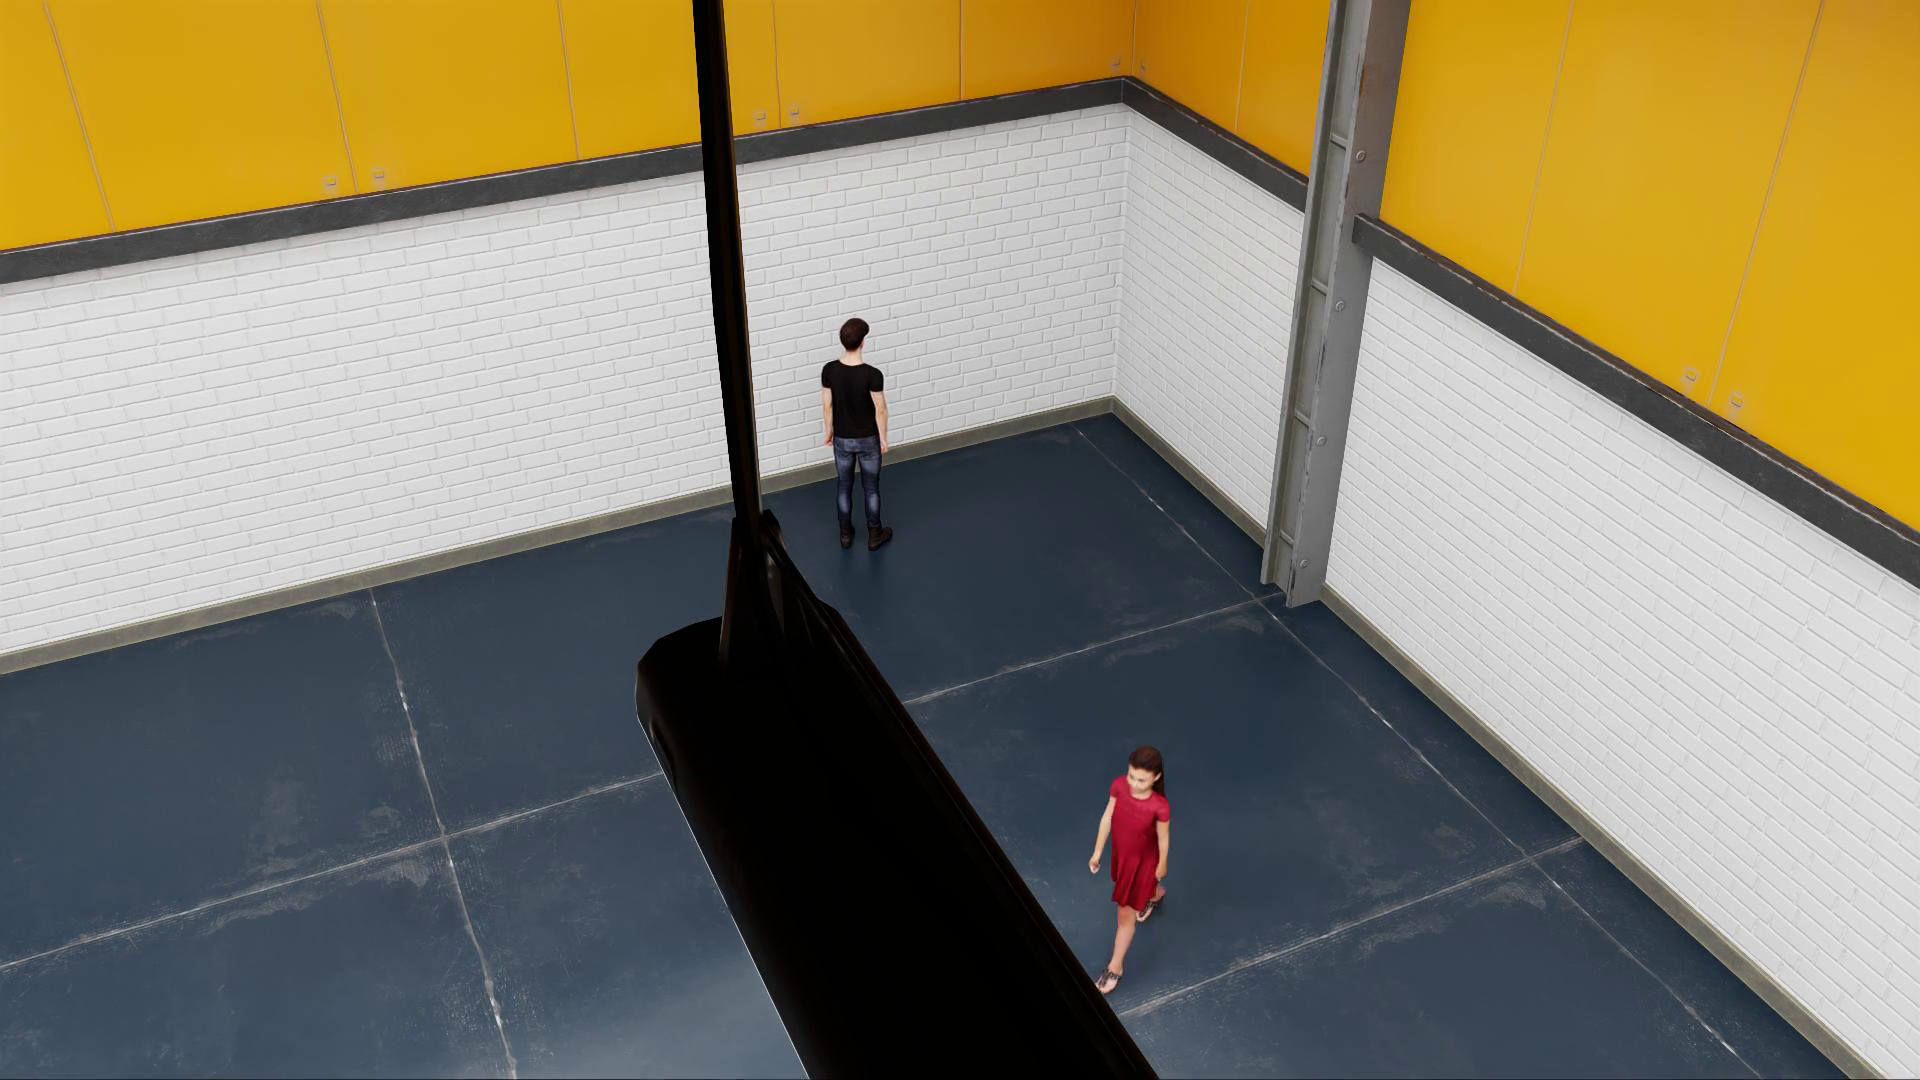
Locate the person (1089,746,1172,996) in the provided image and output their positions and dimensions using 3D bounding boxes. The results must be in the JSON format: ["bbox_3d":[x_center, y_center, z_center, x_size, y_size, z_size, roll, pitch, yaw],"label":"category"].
[{"bbox_3d":[1.003,1.692,9.215,1.076,1.518,0.910,25,41,32],"label":"person"}]

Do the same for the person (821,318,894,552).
[{"bbox_3d":[-0.788,-0.784,12.599,0.745,1.896,0.779,8,34,12],"label":"person"}]
